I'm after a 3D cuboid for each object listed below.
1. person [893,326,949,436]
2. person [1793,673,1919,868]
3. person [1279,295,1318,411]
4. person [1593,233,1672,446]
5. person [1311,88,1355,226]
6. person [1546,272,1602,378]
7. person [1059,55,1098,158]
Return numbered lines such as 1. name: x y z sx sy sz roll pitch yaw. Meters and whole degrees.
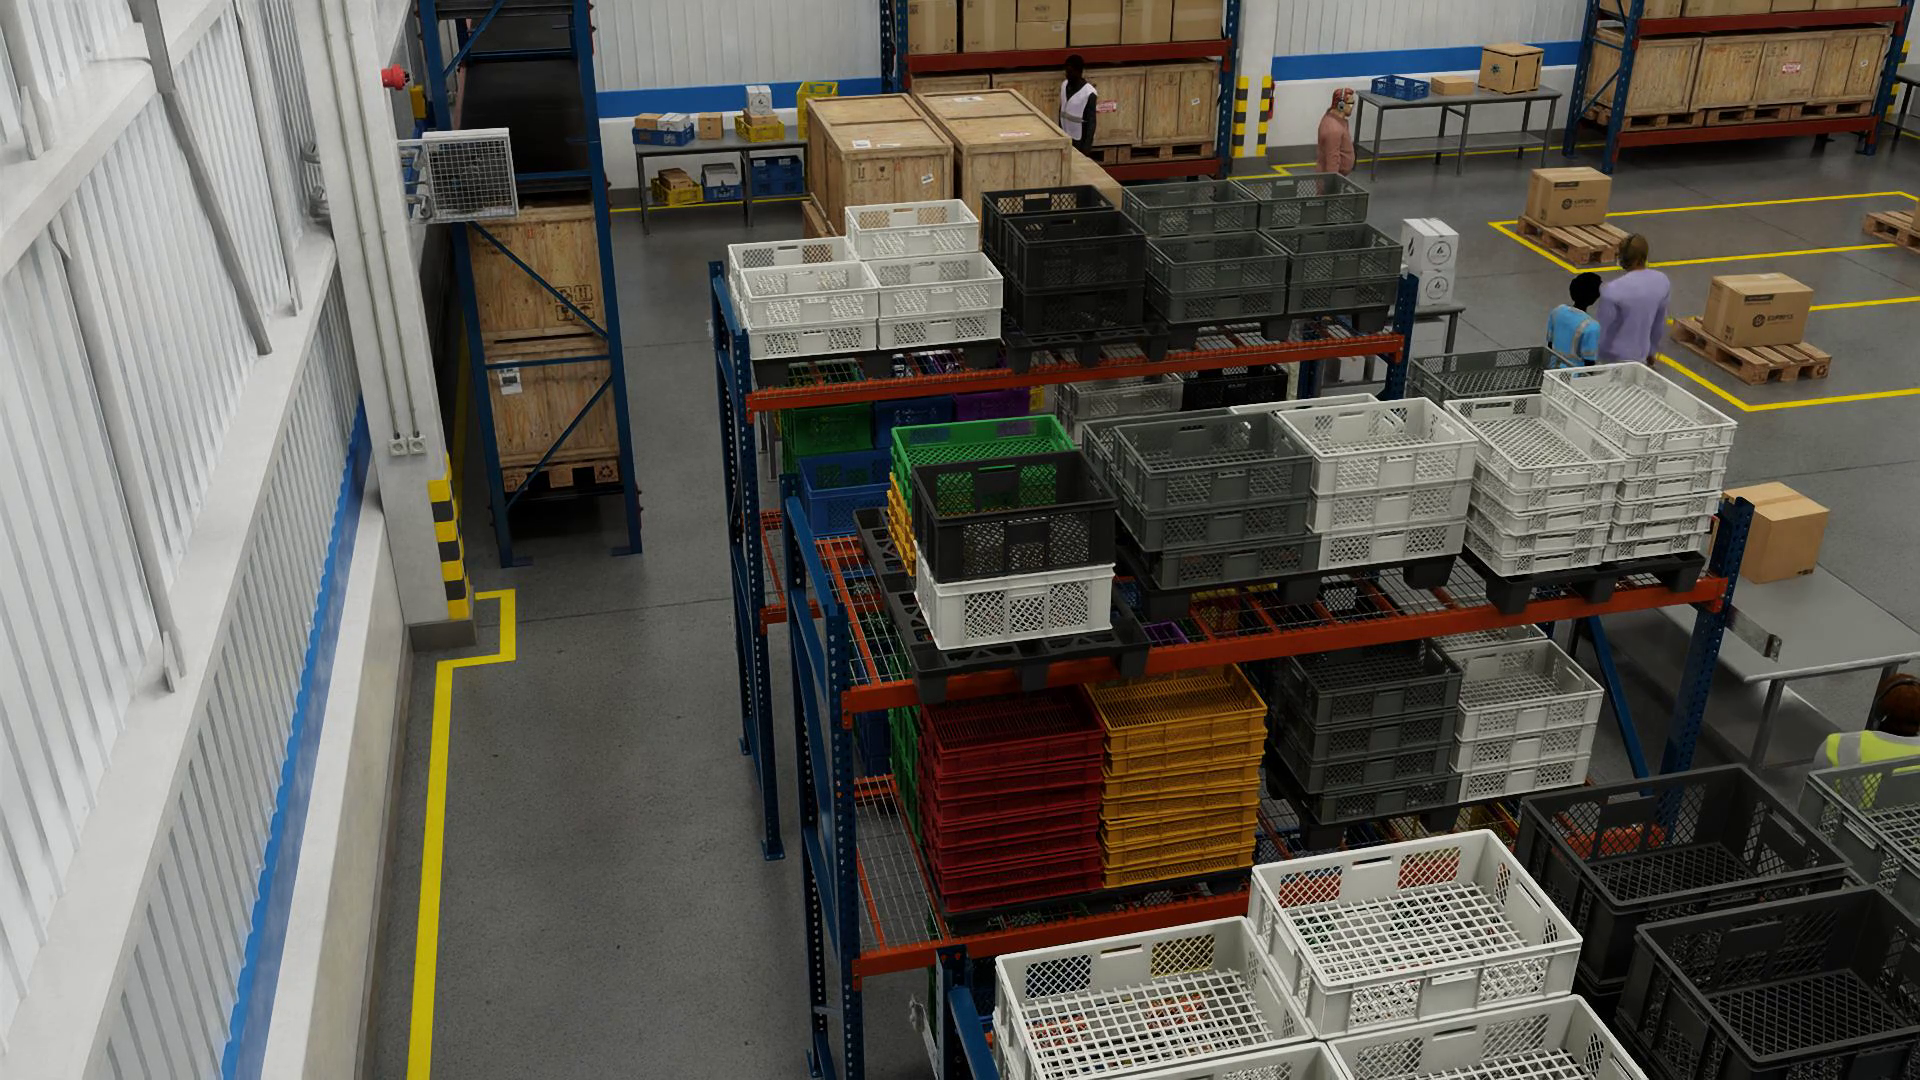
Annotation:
1. person: -0.283 -0.862 11.937 0.356 1.881 0.575 19 33 31
2. person: 4.135 1.431 7.647 0.622 1.835 0.431 5 28 10
3. person: 2.674 -1.468 13.113 0.316 1.861 0.515 -4 28 -8
4. person: 5.201 -1.430 12.986 0.661 1.911 0.503 -12 30 -21
5. person: 3.922 -3.792 17.480 0.401 1.900 0.639 5 28 8
6. person: 4.711 -1.254 12.877 0.317 1.696 0.537 -10 29 -17
7. person: 1.317 -4.549 18.900 0.390 1.914 0.586 -18 32 -30
